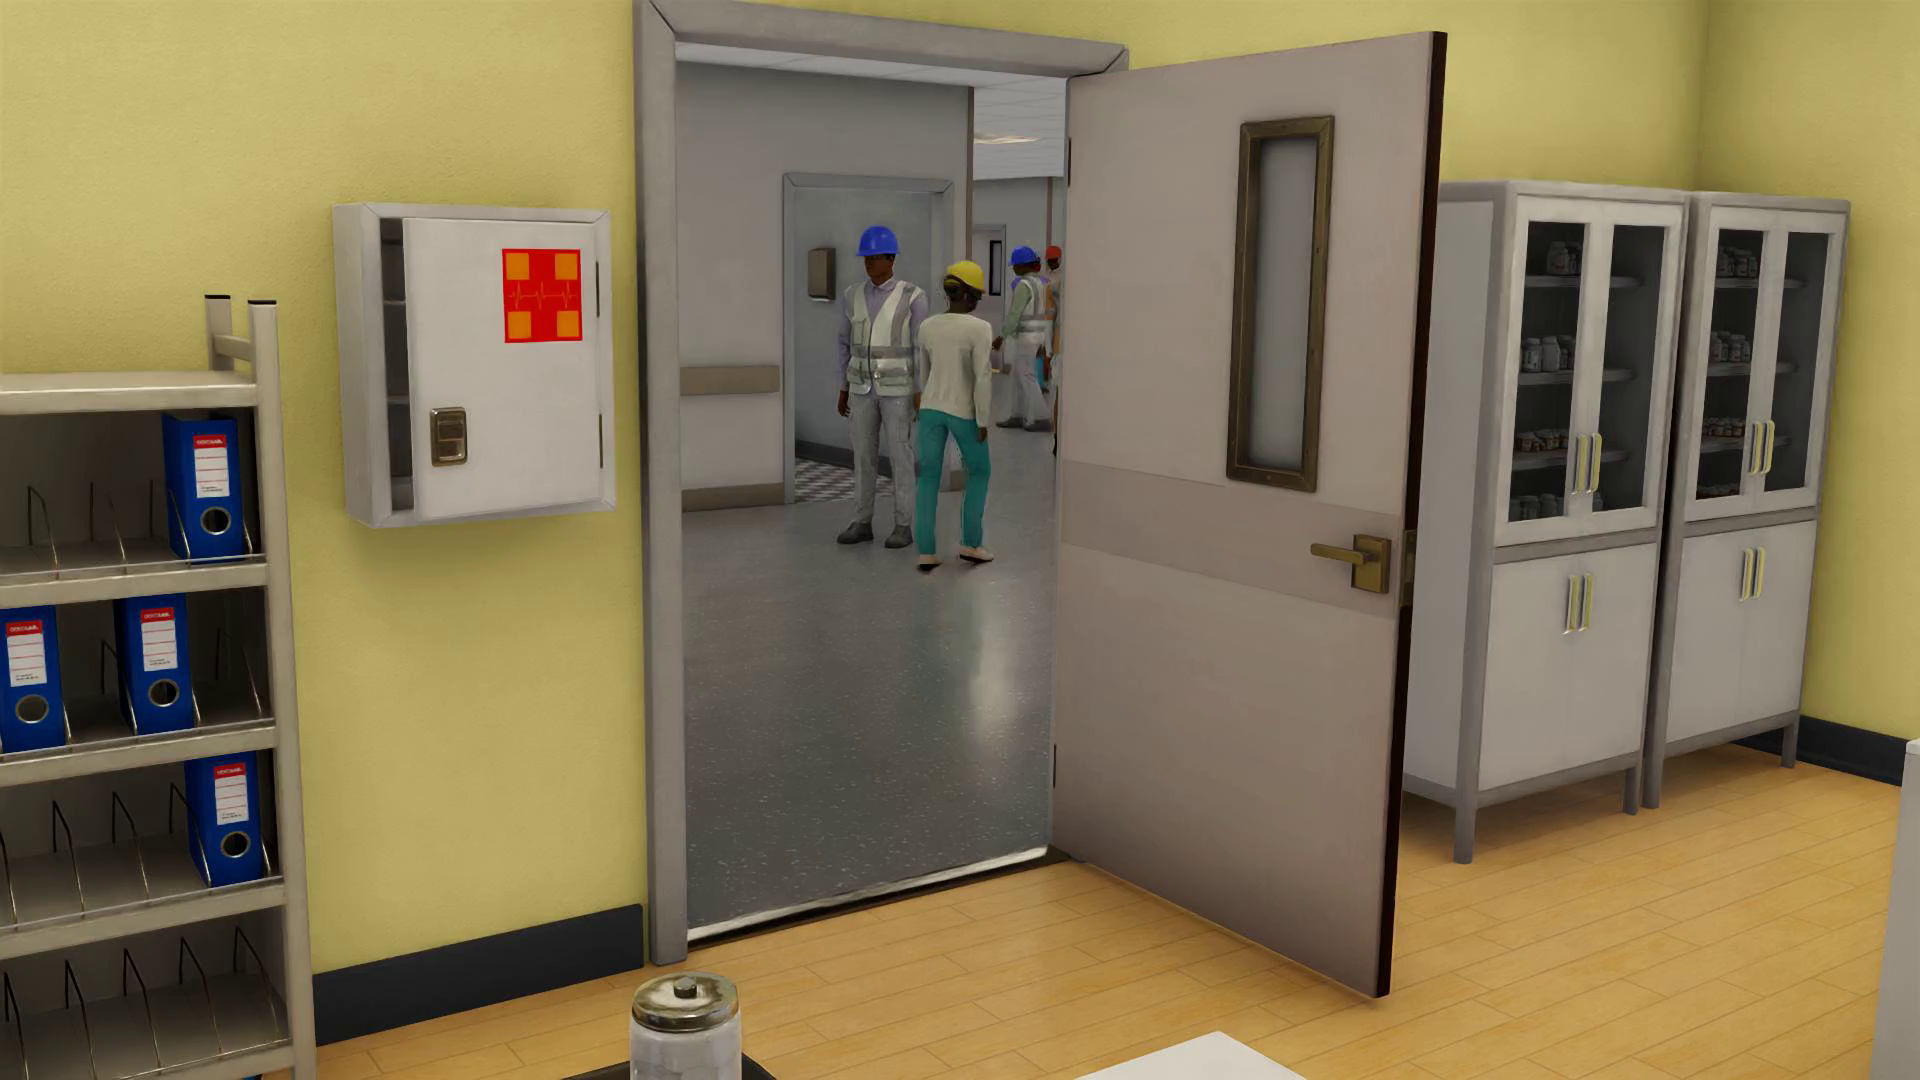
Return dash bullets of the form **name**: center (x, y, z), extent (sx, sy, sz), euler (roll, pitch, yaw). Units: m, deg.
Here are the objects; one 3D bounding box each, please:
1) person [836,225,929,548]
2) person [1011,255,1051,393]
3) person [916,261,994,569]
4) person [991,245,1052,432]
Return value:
- **person**: center (-0.481, -0.920, 10.097), extent (0.616, 1.945, 0.404), euler (5, 10, 25)
- **person**: center (0.939, -2.874, 22.213), extent (0.565, 1.843, 0.396), euler (5, 10, 24)
- **person**: center (-0.021, -0.709, 9.475), extent (0.550, 1.728, 0.662), euler (7, 11, 31)
- **person**: center (0.683, -2.064, 17.133), extent (0.656, 1.913, 0.635), euler (3, 10, 13)
